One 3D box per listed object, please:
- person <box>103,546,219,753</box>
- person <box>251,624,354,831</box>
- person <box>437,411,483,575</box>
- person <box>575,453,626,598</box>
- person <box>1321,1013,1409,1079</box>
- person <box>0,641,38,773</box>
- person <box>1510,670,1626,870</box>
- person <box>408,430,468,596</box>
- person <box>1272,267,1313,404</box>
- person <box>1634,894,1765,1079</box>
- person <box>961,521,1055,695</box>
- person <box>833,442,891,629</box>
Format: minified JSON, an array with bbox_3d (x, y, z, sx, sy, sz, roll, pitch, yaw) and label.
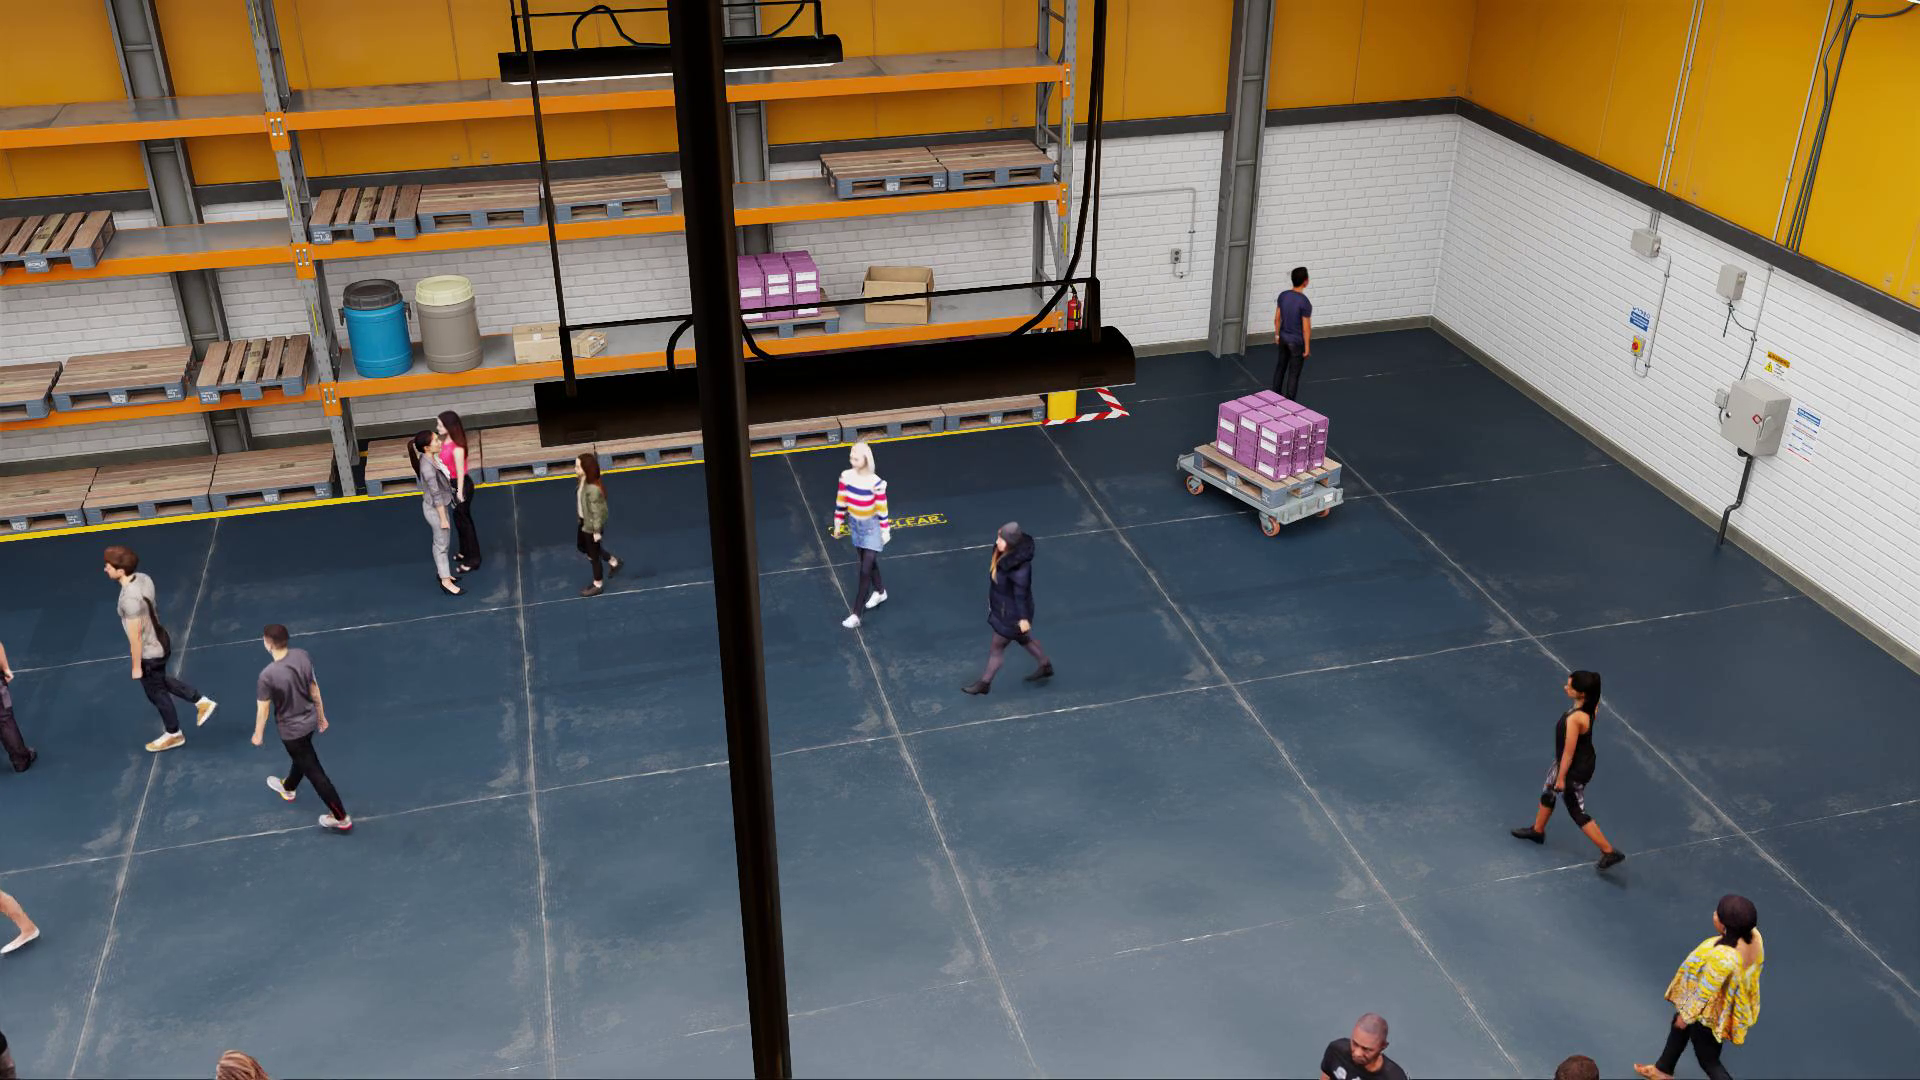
[{"bbox_3d":[-6.460,0.862,13.448,0.837,1.879,0.680,-7,29,-13],"label":"person"},{"bbox_3d":[-4.925,1.456,12.534,1.216,1.711,1.068,11,30,19],"label":"person"},{"bbox_3d":[-4.873,-0.502,16.178,0.596,1.659,0.621,-13,31,-23],"label":"person"},{"bbox_3d":[-3.429,-0.168,15.762,0.778,1.471,0.678,-14,32,-24],"label":"person"},{"bbox_3d":[2.180,3.267,9.117,0.778,1.804,0.817,20,34,32],"label":"person"},{"bbox_3d":[-7.776,1.059,13.118,0.524,1.848,0.724,-10,30,-18],"label":"person"},{"bbox_3d":[4.586,1.693,12.179,1.118,1.636,1.074,18,33,29],"label":"person"},{"bbox_3d":[-4.945,-0.273,15.738,0.619,1.678,0.647,-11,30,-19],"label":"person"},{"bbox_3d":[3.854,-2.315,19.365,0.689,1.790,0.721,-23,36,-35],"label":"person"},{"bbox_3d":[4.604,2.881,10.015,1.112,1.621,1.105,20,35,33],"label":"person"},{"bbox_3d":[0.531,0.588,14.208,1.075,1.632,0.688,-6,29,-11],"label":"person"},{"bbox_3d":[-0.812,-0.110,15.344,1.060,1.770,1.149,17,33,29],"label":"person"}]
